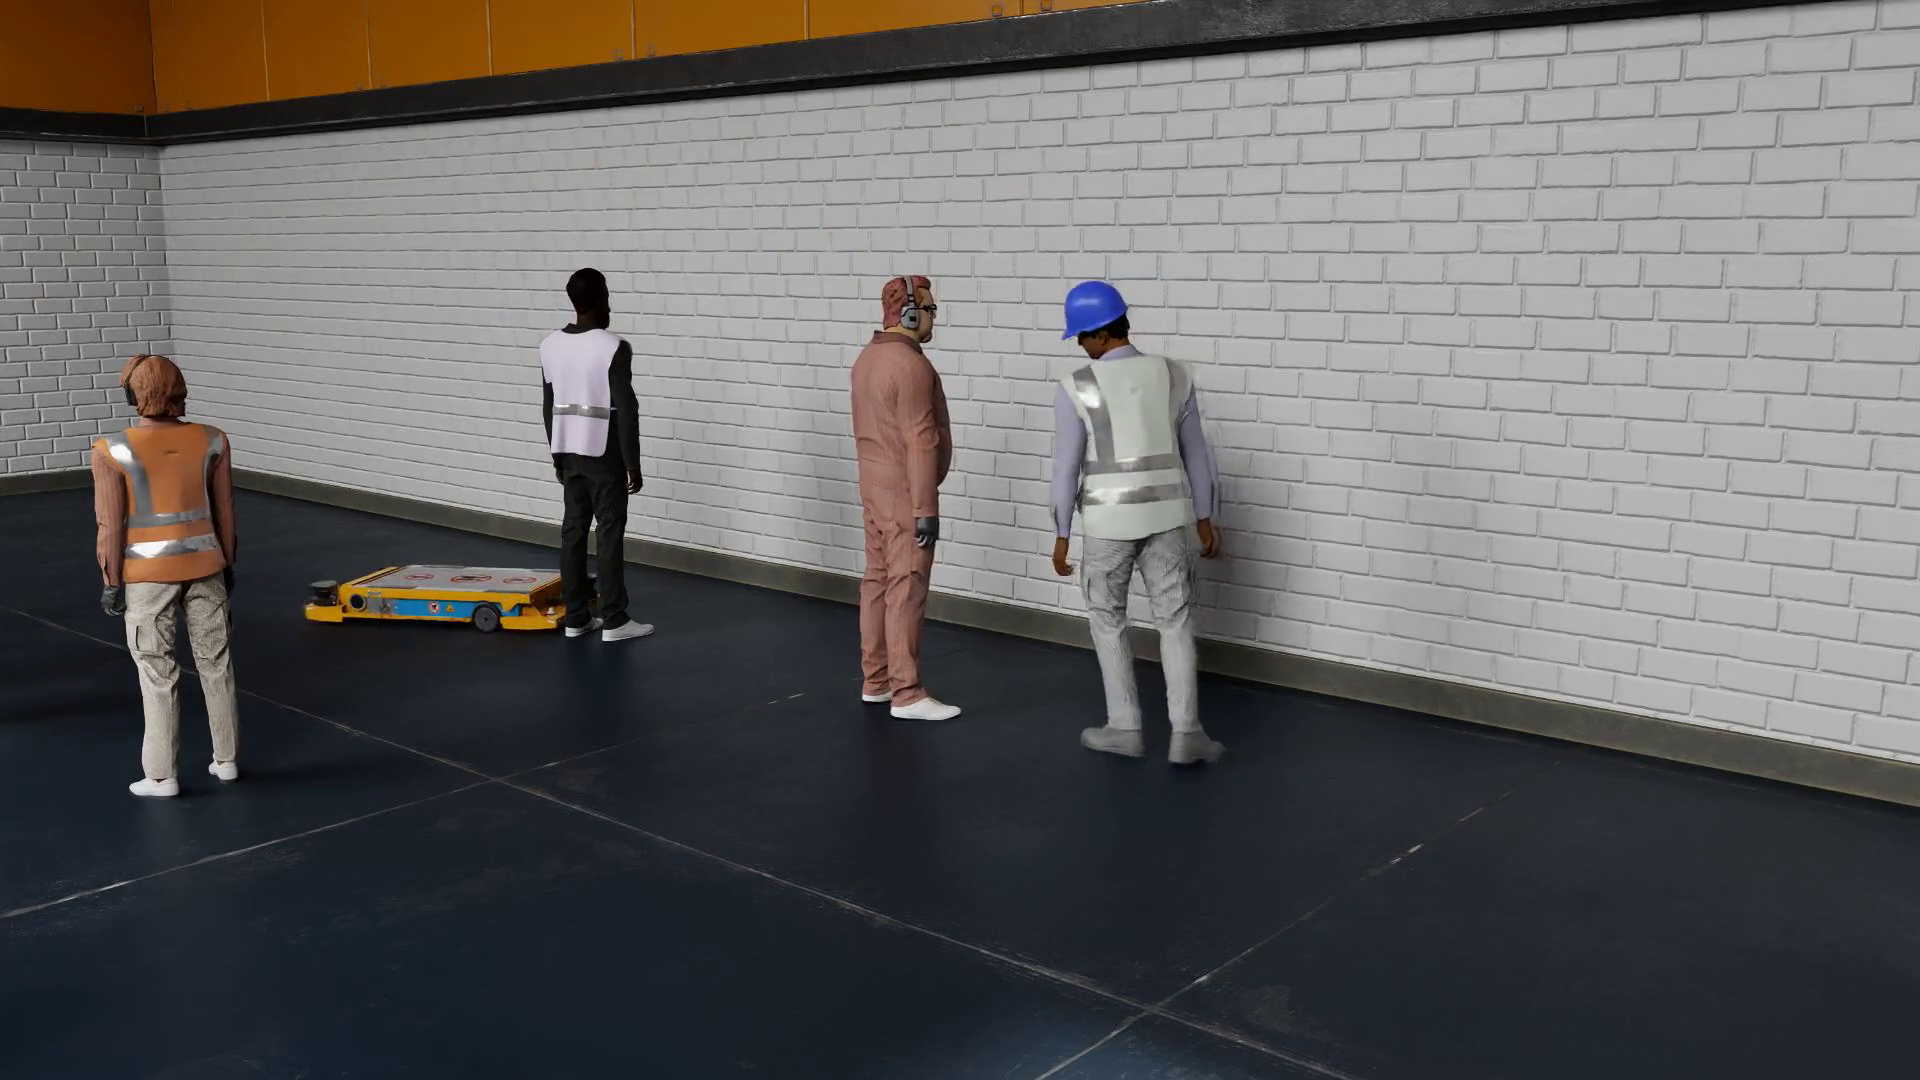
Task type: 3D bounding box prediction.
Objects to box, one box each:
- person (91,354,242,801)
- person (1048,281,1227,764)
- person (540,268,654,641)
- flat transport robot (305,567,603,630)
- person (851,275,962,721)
[{"bbox_3d":[-2.905,0.139,6.133,0.308,1.641,0.514,8,13,38],"label":"person"},{"bbox_3d":[0.702,-0.056,6.528,0.681,1.897,0.609,-3,10,-16],"label":"person"},{"bbox_3d":[-1.895,-0.420,8.585,0.592,1.897,0.392,5,11,29],"label":"person"},{"bbox_3d":[-2.750,0.302,9.095,1.431,0.197,0.652,2,10,10],"label":"flat transport robot"},{"bbox_3d":[-0.229,-0.182,7.199,0.399,1.908,0.643,-4,11,-24],"label":"person"}]
